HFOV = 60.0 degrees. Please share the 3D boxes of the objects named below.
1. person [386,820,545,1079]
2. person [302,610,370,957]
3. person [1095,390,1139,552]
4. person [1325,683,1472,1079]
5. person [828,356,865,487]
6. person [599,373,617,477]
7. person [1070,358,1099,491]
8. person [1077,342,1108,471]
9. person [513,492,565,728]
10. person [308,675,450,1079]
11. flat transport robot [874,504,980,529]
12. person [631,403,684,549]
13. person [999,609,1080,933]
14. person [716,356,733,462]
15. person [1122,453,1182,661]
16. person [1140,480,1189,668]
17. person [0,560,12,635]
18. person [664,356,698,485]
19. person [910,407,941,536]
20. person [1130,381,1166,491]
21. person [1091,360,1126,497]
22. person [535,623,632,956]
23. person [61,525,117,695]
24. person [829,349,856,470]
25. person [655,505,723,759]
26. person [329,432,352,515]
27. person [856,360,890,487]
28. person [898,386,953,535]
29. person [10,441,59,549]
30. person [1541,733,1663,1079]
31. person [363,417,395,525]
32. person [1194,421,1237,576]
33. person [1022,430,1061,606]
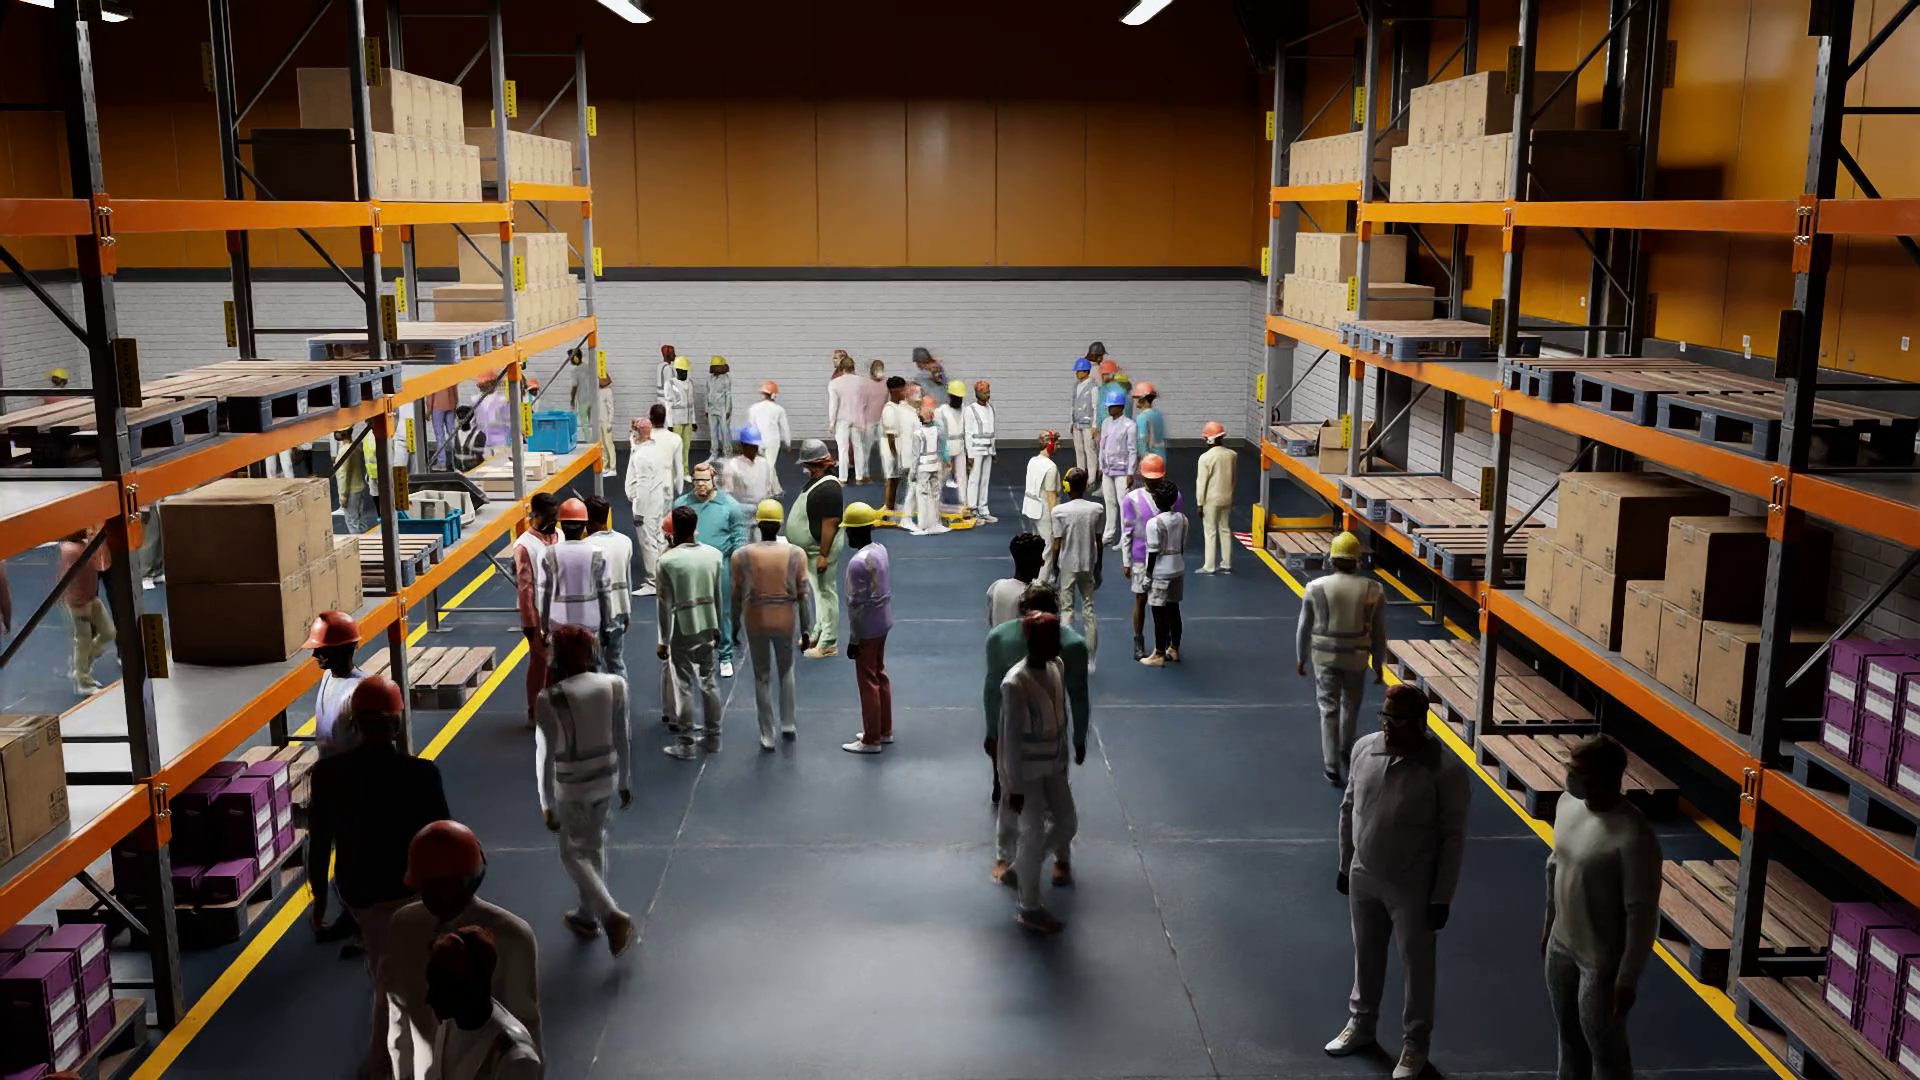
[{"bbox_3d":[-1.792,1.948,6.010,0.619,1.985,0.406,4,12,17],"label":"person"},{"bbox_3d":[-3.396,1.333,9.207,0.354,1.939,0.545,-11,16,-44],"label":"person"},{"bbox_3d":[1.889,-0.840,20.077,0.388,1.947,0.615,-8,14,-36],"label":"person"},{"bbox_3d":[2.063,1.607,7.915,0.409,1.909,0.643,-11,16,-43],"label":"person"},{"bbox_3d":[-1.662,-1.757,24.703,0.629,1.940,0.373,-6,13,-27],"label":"person"},{"bbox_3d":[-5.492,-1.797,25.666,0.274,1.632,0.507,-8,14,-36],"label":"person"},{"bbox_3d":[1.811,-1.692,24.350,0.404,1.945,0.615,-7,13,-32],"label":"person"},{"bbox_3d":[2.166,-2.114,26.235,0.538,2.000,0.690,-5,12,-24],"label":"person"},{"bbox_3d":[-3.299,0.558,13.178,0.403,1.908,0.597,4,12,18],"label":"person"},{"bbox_3d":[-2.681,1.580,7.911,0.652,1.948,0.995,1,11,3],"label":"person"},{"bbox_3d":[-0.494,-0.316,21.673,1.431,0.197,0.652,2,11,8],"label":"flat transport robot"},{"bbox_3d":[-3.462,-0.598,18.994,0.624,1.896,0.505,-1,11,-7],"label":"person"},{"bbox_3d":[0.441,1.309,9.479,0.411,1.869,0.607,7,13,32],"label":"person"},{"bbox_3d":[-3.872,-2.134,27.101,0.325,1.737,0.488,-1,11,-3],"label":"person"},{"bbox_3d":[1.752,0.161,15.133,0.548,1.923,0.391,-1,11,-4],"label":"person"},{"bbox_3d":[1.836,0.303,14.979,0.317,1.696,0.539,10,15,41],"label":"person"},{"bbox_3d":[-7.833,0.644,13.220,0.540,1.705,0.934,-7,13,-32],"label":"person"},{"bbox_3d":[-4.154,-1.789,24.894,0.384,1.922,0.594,8,14,33],"label":"person"},{"bbox_3d":[-0.436,-0.870,21.009,0.310,1.639,0.514,8,14,35],"label":"person"},{"bbox_3d":[2.294,-0.932,20.390,0.552,2.007,0.621,8,14,35],"label":"person"},{"bbox_3d":[2.169,-1.597,23.791,0.521,1.977,0.632,-5,12,-22],"label":"person"},{"bbox_3d":[-2.036,1.380,9.181,0.578,1.862,0.752,-11,15,-42],"label":"person"},{"bbox_3d":[-7.356,0.530,14.025,0.358,1.618,0.510,-1,11,-7],"label":"person"},{"bbox_3d":[-1.875,-2.057,26.284,0.407,1.906,0.654,-6,13,-29],"label":"person"},{"bbox_3d":[-2.014,0.692,12.516,0.410,1.908,0.595,10,15,40],"label":"person"},{"bbox_3d":[-8.363,-1.202,22.434,0.320,1.738,0.483,2,11,8],"label":"person"},{"bbox_3d":[-1.216,-1.724,24.658,0.654,1.883,0.970,-8,14,-33],"label":"person"},{"bbox_3d":[-0.427,-1.002,21.064,0.804,1.871,0.670,2,11,10],"label":"person"},{"bbox_3d":[-11.273,-0.641,19.965,0.669,1.600,0.543,0,11,-1],"label":"person"},{"bbox_3d":[2.695,1.753,7.099,0.352,1.937,0.635,-3,12,-13],"label":"person"},{"bbox_3d":[-7.164,-0.802,20.539,0.533,1.694,0.320,8,14,36],"label":"person"},{"bbox_3d":[2.855,-0.465,18.715,0.586,1.742,0.368,-8,14,-35],"label":"person"},{"bbox_3d":[0.859,-0.222,17.267,0.394,1.836,0.560,-4,12,-19],"label":"person"}]
